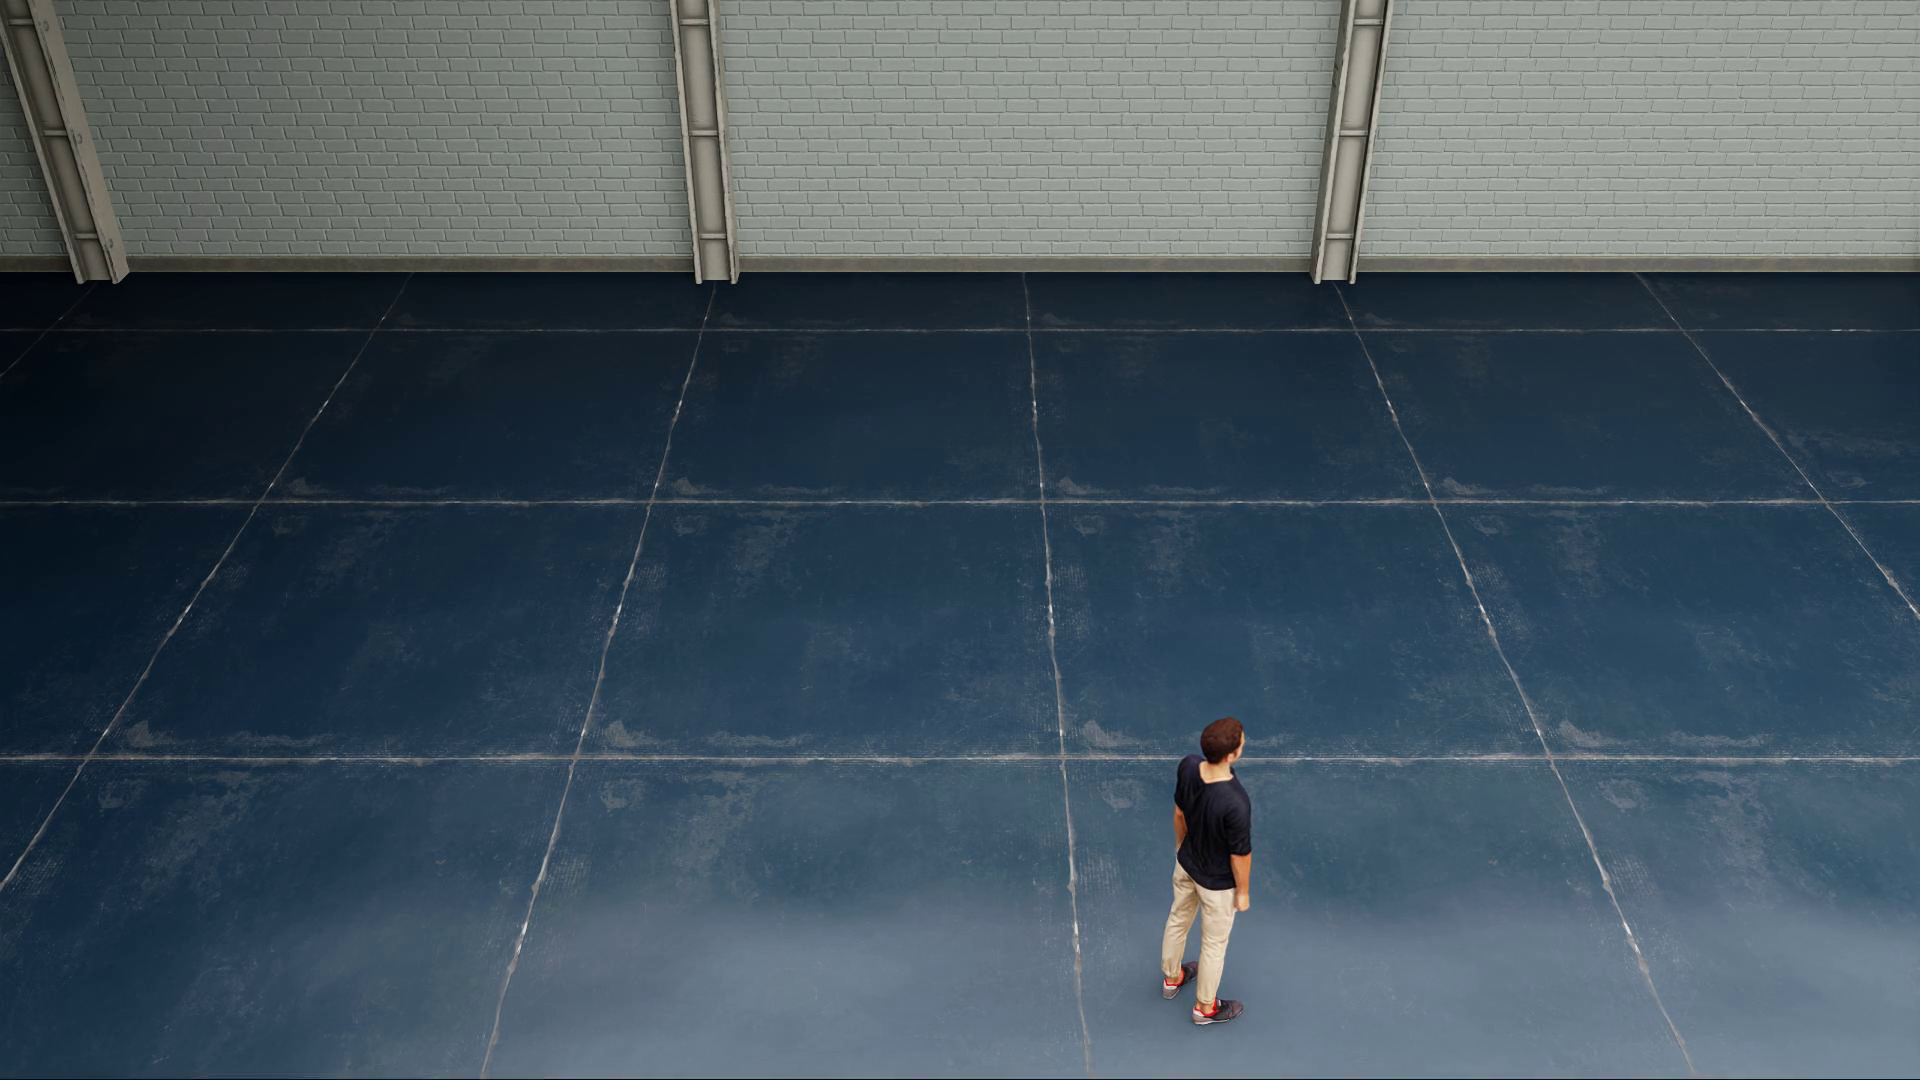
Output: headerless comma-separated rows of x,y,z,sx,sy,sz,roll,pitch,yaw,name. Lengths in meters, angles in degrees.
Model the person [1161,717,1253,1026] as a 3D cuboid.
1.209,1.606,8.114,0.729,1.859,0.717,-21,39,-29,person
